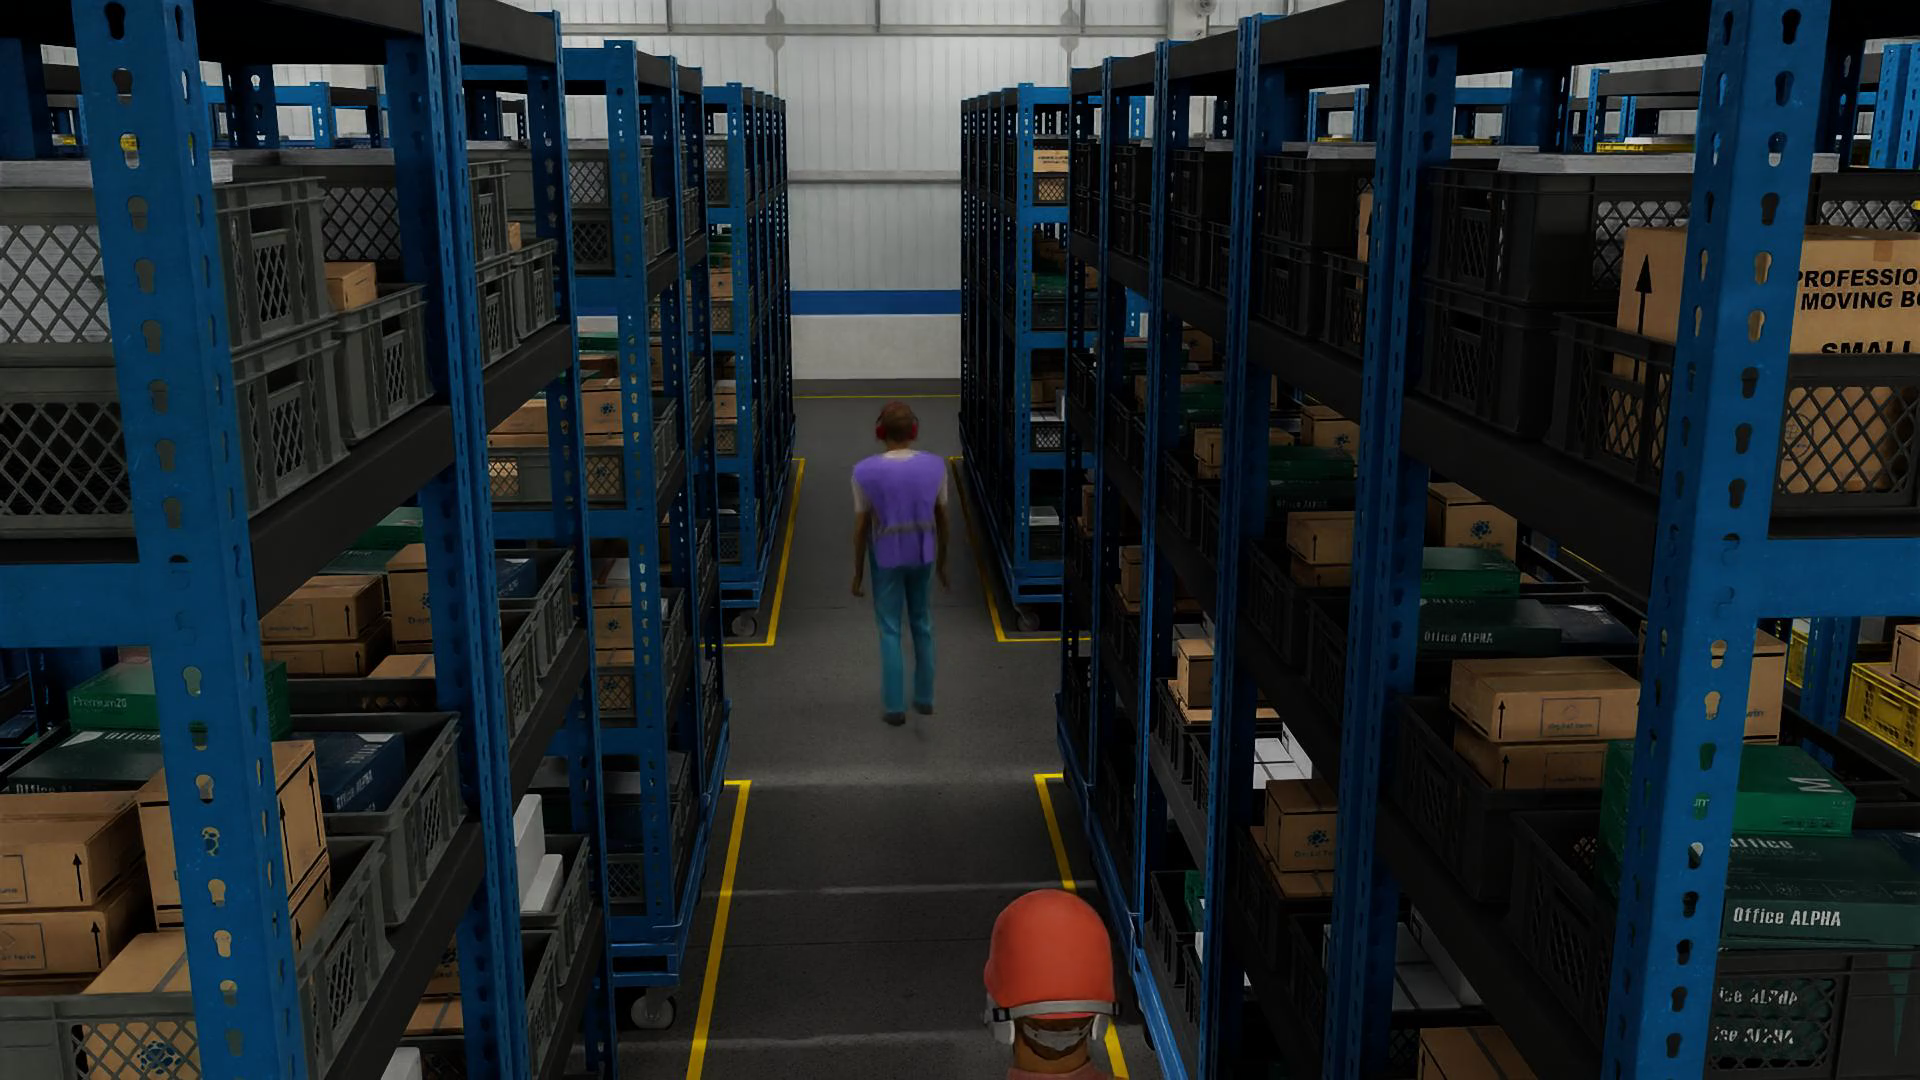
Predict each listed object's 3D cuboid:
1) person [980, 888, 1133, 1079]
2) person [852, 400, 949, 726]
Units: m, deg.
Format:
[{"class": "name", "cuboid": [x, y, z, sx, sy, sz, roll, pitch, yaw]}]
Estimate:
[{"class": "person", "cuboid": [0.165, 1.603, 3.152, 0.623, 1.992, 0.397, -4, 15, -18]}, {"class": "person", "cuboid": [-0.329, 0.135, 9.428, 0.570, 1.847, 0.392, -6, 15, -22]}]
